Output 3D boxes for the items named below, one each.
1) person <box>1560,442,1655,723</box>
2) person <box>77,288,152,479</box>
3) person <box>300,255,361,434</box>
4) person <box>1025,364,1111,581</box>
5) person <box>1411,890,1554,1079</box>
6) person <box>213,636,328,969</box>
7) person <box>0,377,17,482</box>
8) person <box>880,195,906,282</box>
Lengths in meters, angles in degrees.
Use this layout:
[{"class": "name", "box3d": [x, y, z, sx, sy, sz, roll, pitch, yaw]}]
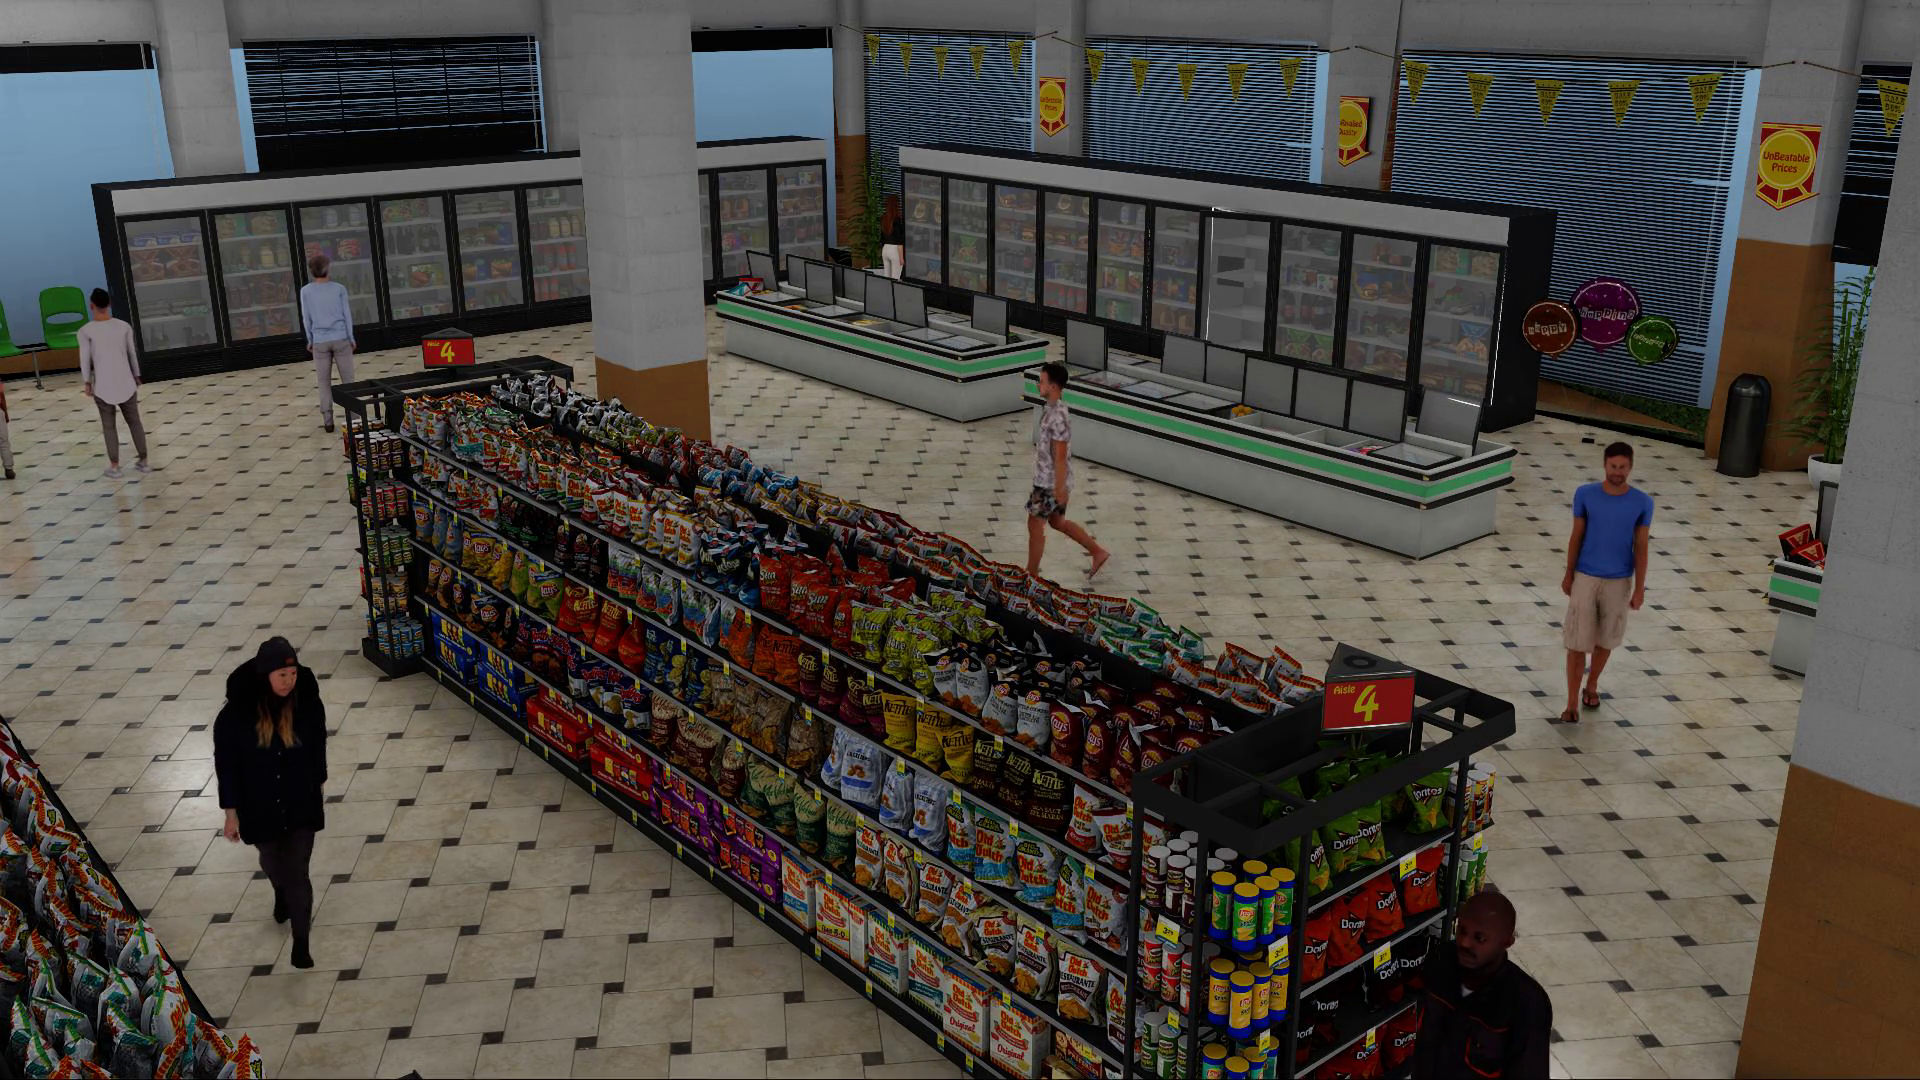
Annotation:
[{"class": "person", "box3d": [4.218, 0.231, 10.918, 1.084, 1.838, 1.042, 6, 20, 17]}, {"class": "person", "box3d": [-8.219, -1.535, 16.160, 0.671, 1.835, 0.554, -16, 25, -40]}, {"class": "person", "box3d": [-6.713, -2.101, 17.747, 0.749, 1.893, 0.743, -4, 19, -11]}, {"class": "person", "box3d": [0.819, -0.491, 13.136, 1.164, 1.789, 1.107, 1, 19, 3]}, {"class": "person", "box3d": [1.836, 1.991, 5.772, 0.785, 1.790, 1.138, -16, 24, -39]}, {"class": "person", "box3d": [-3.389, 1.257, 8.230, 0.895, 1.611, 1.185, -7, 20, -21]}, {"class": "person", "box3d": [-9.355, -1.208, 16.014, 0.483, 1.310, 0.486, -13, 23, -34]}, {"class": "person", "box3d": [-0.980, -4.151, 24.132, 0.662, 1.700, 0.448, -15, 24, -37]}]
